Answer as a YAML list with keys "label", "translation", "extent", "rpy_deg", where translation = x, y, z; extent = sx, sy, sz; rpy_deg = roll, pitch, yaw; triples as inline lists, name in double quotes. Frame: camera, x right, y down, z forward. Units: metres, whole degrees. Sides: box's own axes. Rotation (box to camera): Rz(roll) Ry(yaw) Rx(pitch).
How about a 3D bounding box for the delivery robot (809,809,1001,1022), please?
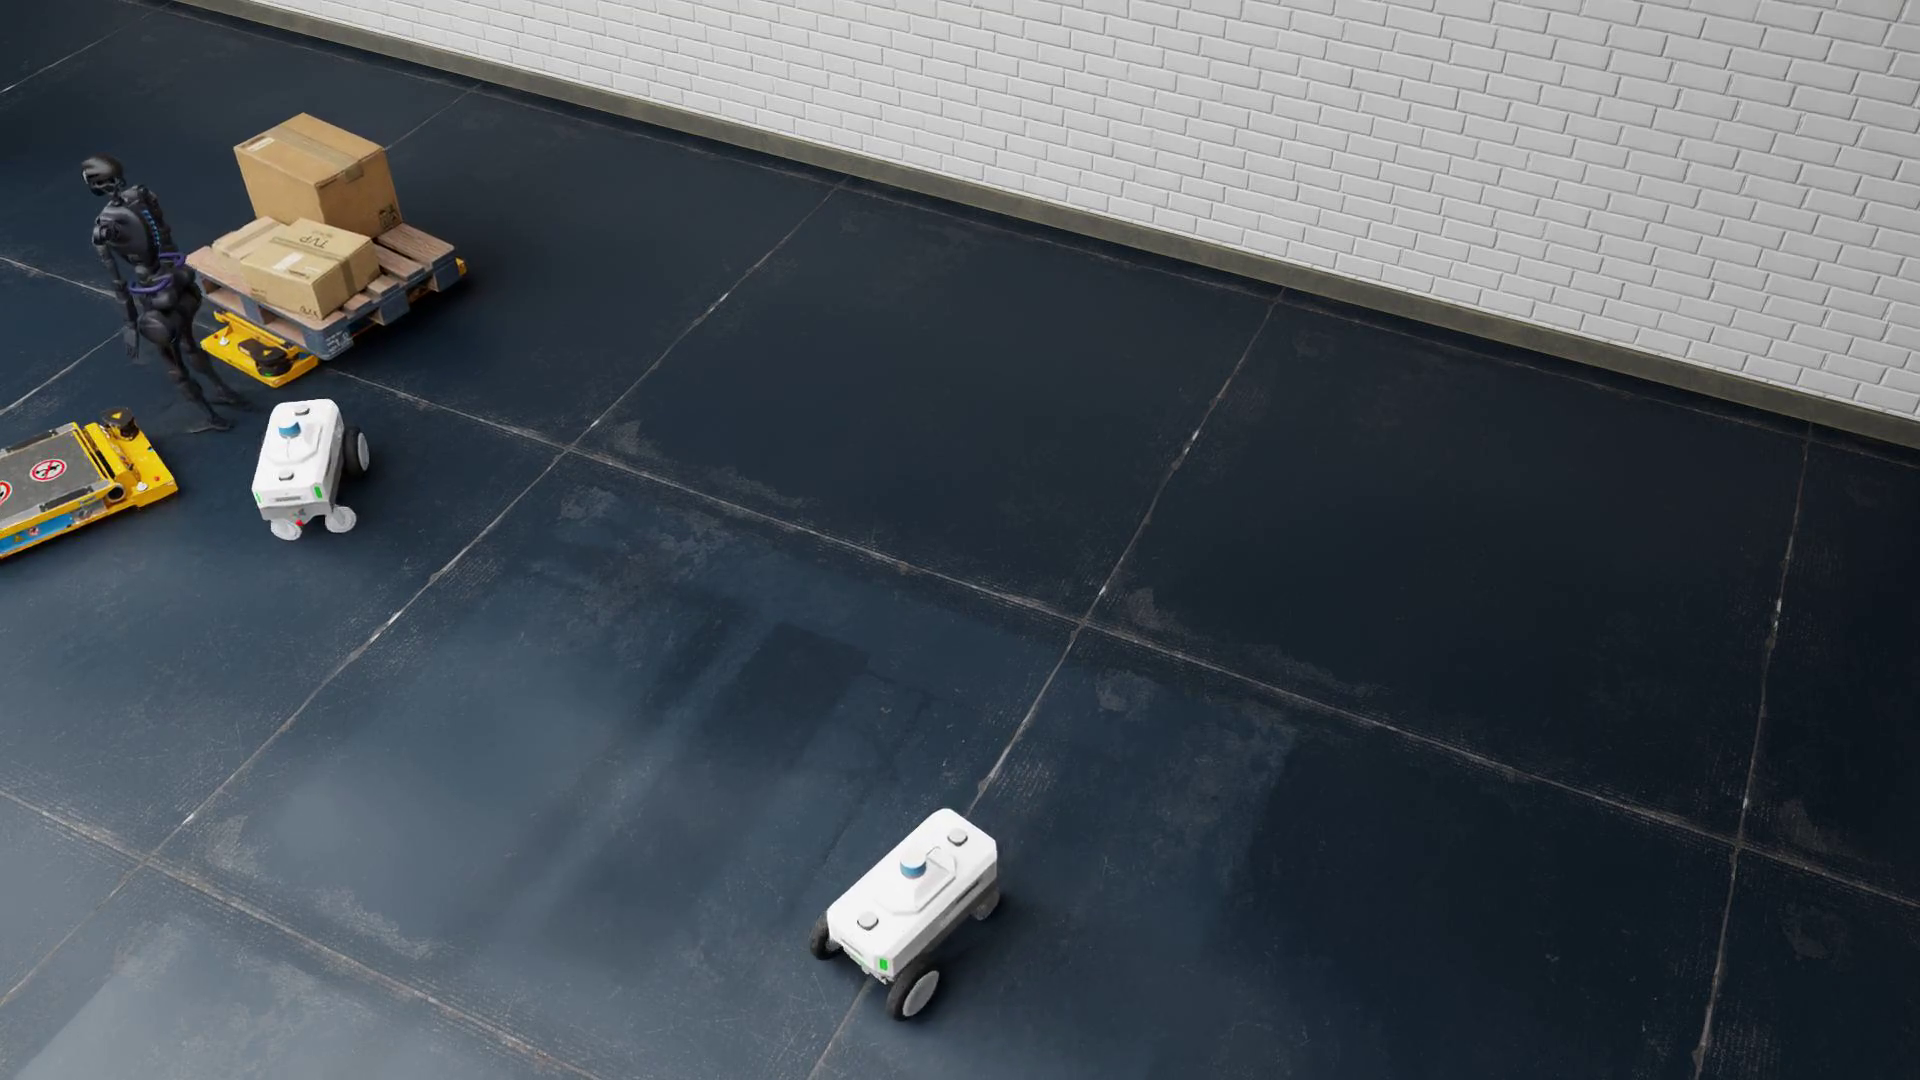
- label: "delivery robot"
  translation: [-0.195, 1.438, 6.504]
  extent: [0.499, 0.608, 0.797]
  rpy_deg: [31, 51, 29]

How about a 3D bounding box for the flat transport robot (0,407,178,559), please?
- label: "flat transport robot"
  translation: [-4.822, -0.185, 8.455]
  extent: [1.431, 0.231, 0.659]
  rpy_deg: [-28, 50, -27]

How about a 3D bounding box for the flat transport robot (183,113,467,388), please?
- label: "flat transport robot"
  translation: [-3.673, -1.416, 9.783]
  extent: [0.659, 0.231, 1.431]
  rpy_deg: [25, 48, 25]

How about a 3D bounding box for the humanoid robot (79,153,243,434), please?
- label: "humanoid robot"
  translation: [-4.124, -1.246, 8.564]
  extent: [0.320, 1.652, 0.590]
  rpy_deg: [4, 43, 4]

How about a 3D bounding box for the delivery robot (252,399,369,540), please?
- label: "delivery robot"
  translation: [-3.330, -0.387, 8.450]
  extent: [0.516, 0.578, 0.736]
  rpy_deg: [-5, 43, -6]
